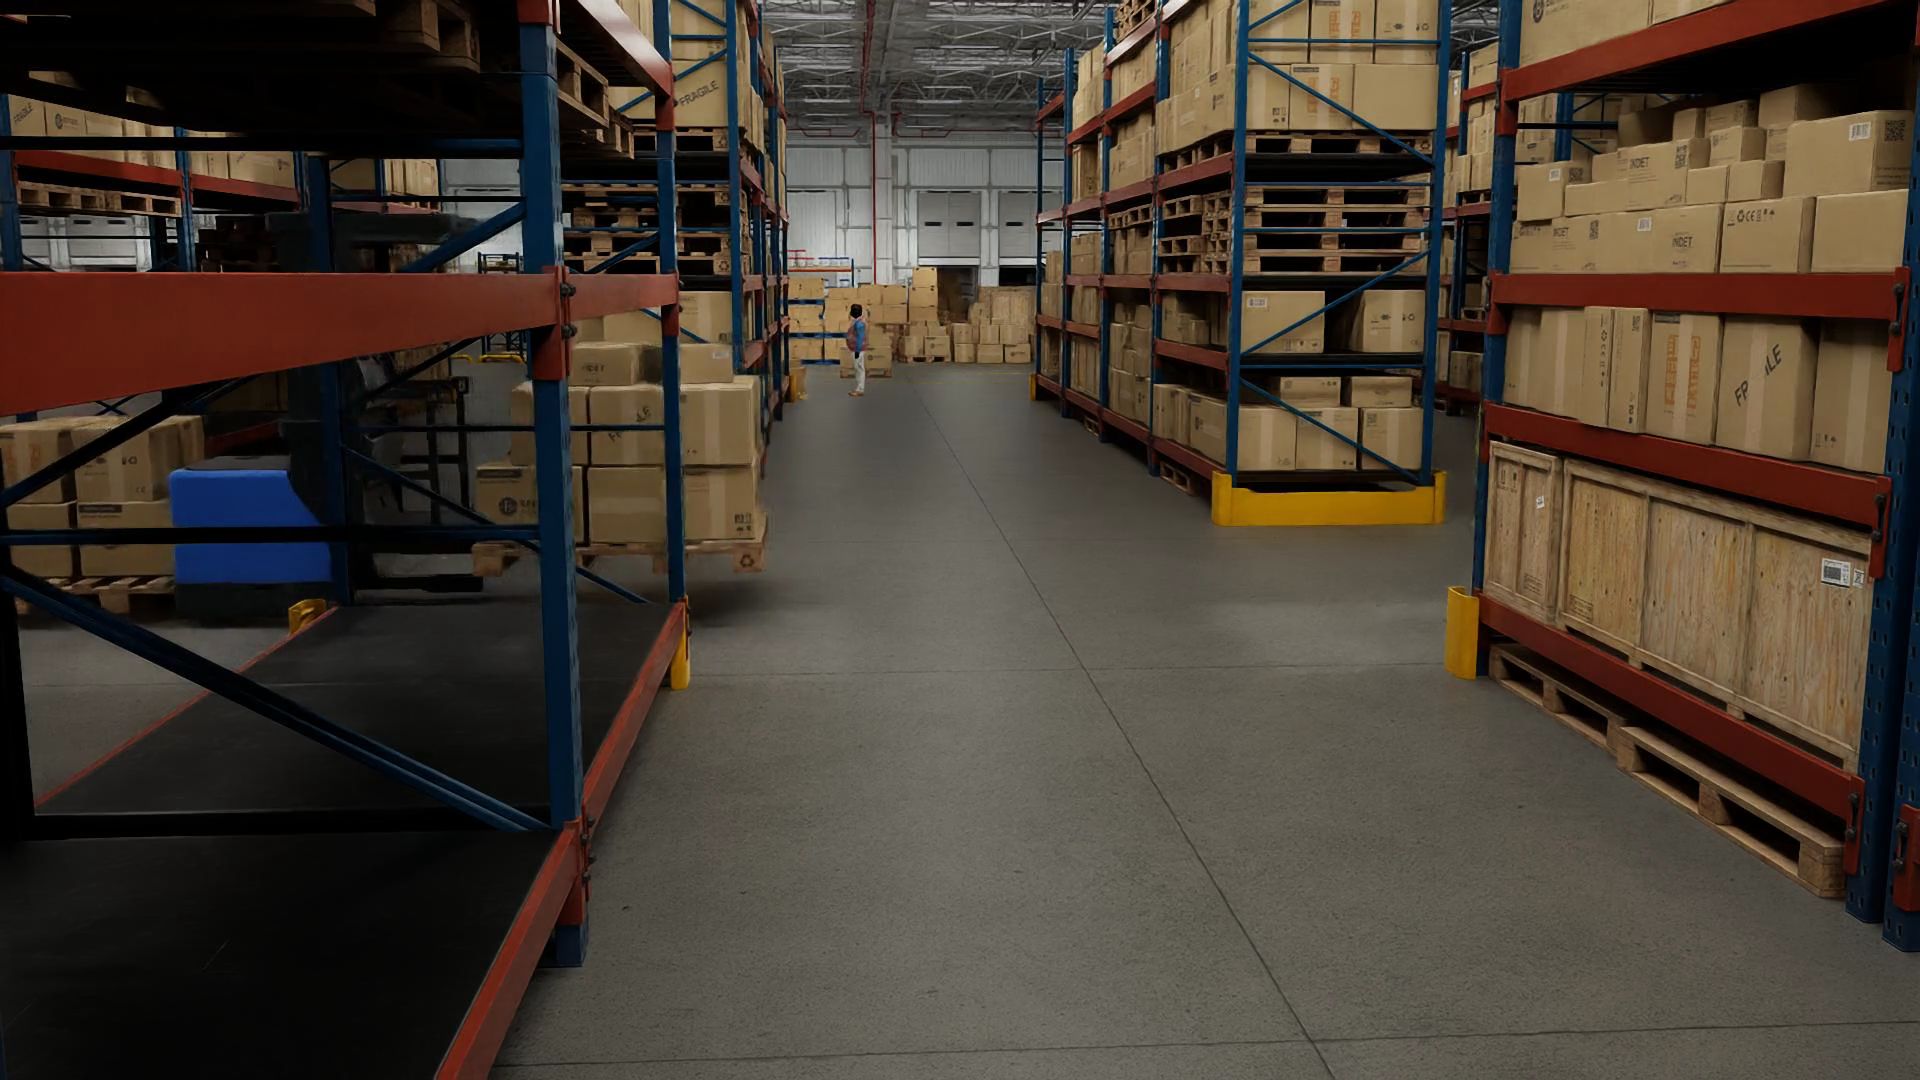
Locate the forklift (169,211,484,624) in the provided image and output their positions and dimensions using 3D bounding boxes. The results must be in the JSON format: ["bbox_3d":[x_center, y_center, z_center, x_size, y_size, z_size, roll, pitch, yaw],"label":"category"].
[{"bbox_3d":[-4.473,-0.886,11.692,1.873,2.768,1.129,-1,9,-5],"label":"forklift"}]

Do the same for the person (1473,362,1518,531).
[{"bbox_3d":[4.732,-0.744,14.518,0.395,1.685,0.533,-1,9,-8],"label":"person"}]

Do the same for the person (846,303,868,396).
[{"bbox_3d":[-2.055,-3.781,33.125,0.429,1.844,0.627,-1,9,-7],"label":"person"}]
